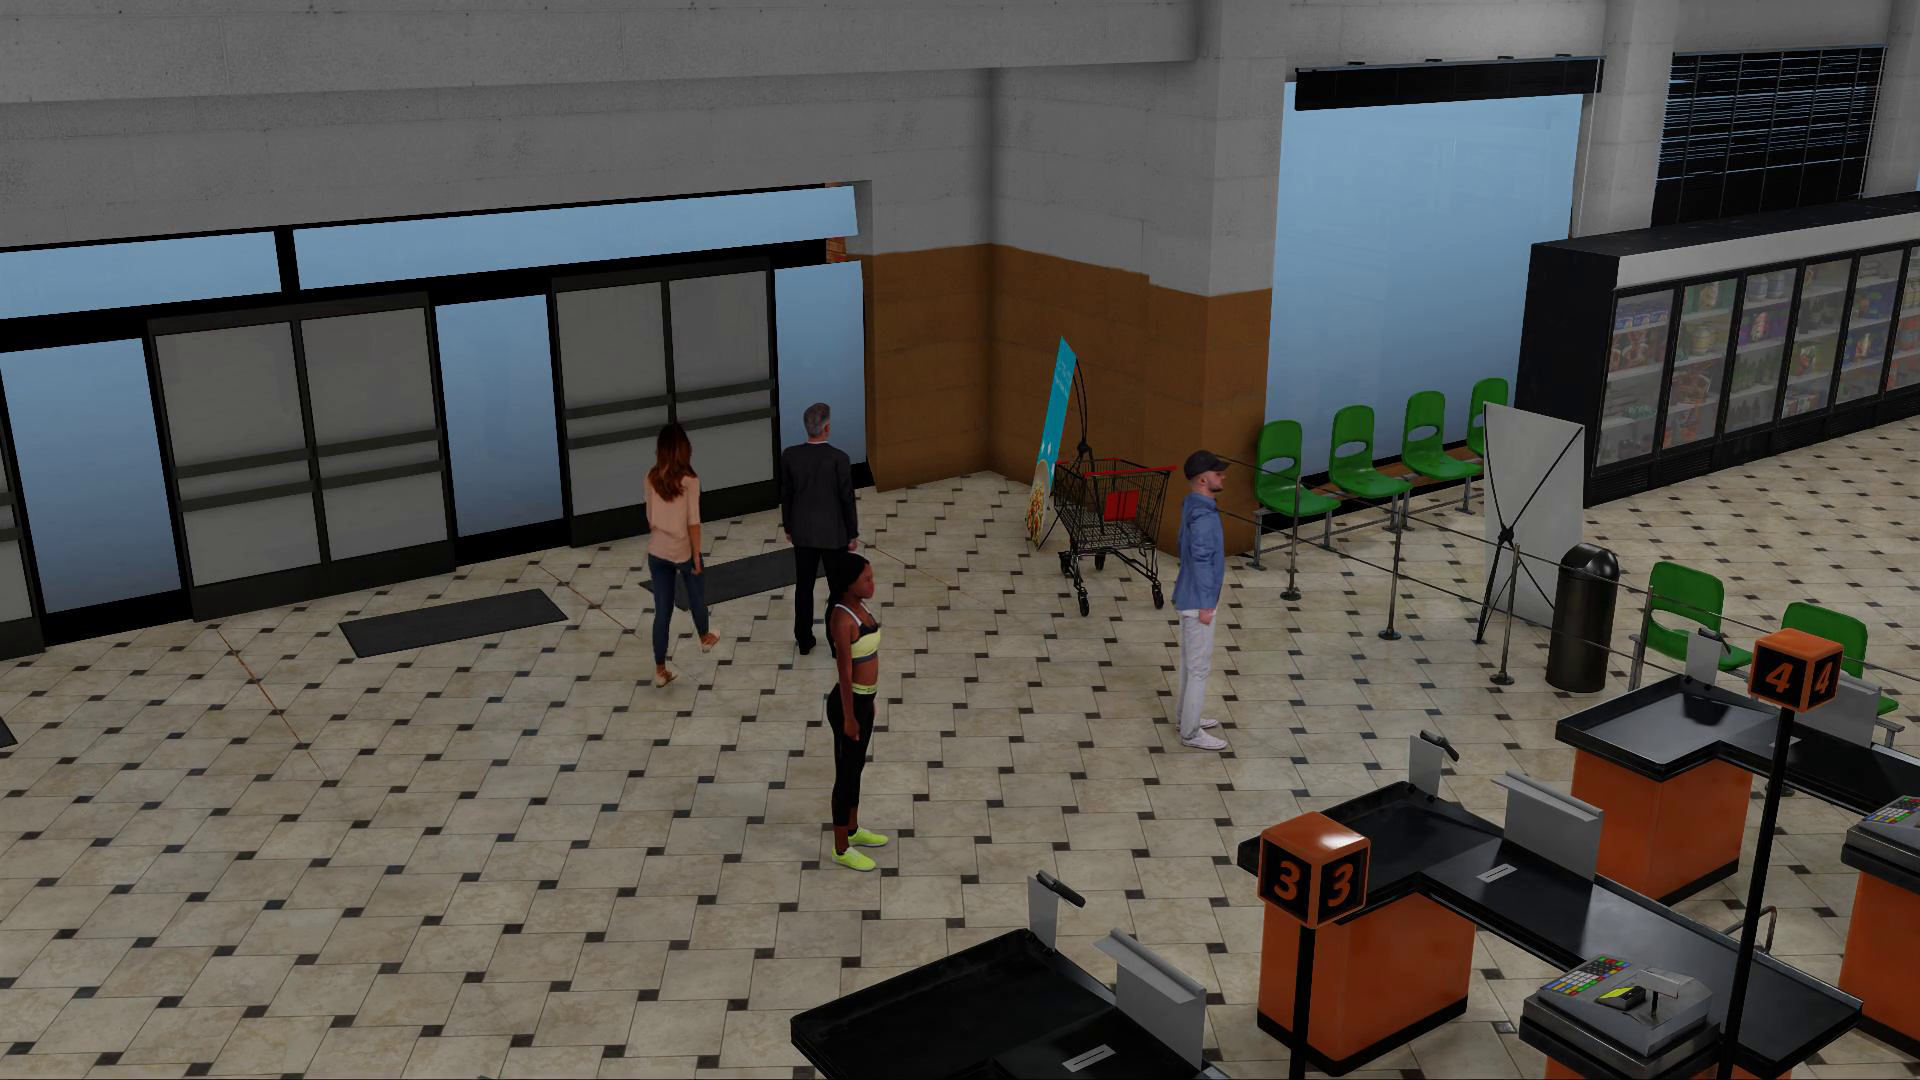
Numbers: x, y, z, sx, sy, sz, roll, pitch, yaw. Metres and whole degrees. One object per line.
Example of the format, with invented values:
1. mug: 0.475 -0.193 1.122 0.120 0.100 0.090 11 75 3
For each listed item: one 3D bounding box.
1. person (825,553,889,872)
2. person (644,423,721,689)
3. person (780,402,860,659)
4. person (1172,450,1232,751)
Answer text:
1. person: -0.588 0.900 8.927 0.693 1.755 0.638 4 19 11
2. person: -1.968 0.148 11.194 1.128 1.731 1.143 5 19 13
3. person: -0.977 -0.072 11.675 0.779 1.841 0.871 5 19 15
4. person: 1.479 0.355 10.335 0.806 1.887 0.713 0 19 1
